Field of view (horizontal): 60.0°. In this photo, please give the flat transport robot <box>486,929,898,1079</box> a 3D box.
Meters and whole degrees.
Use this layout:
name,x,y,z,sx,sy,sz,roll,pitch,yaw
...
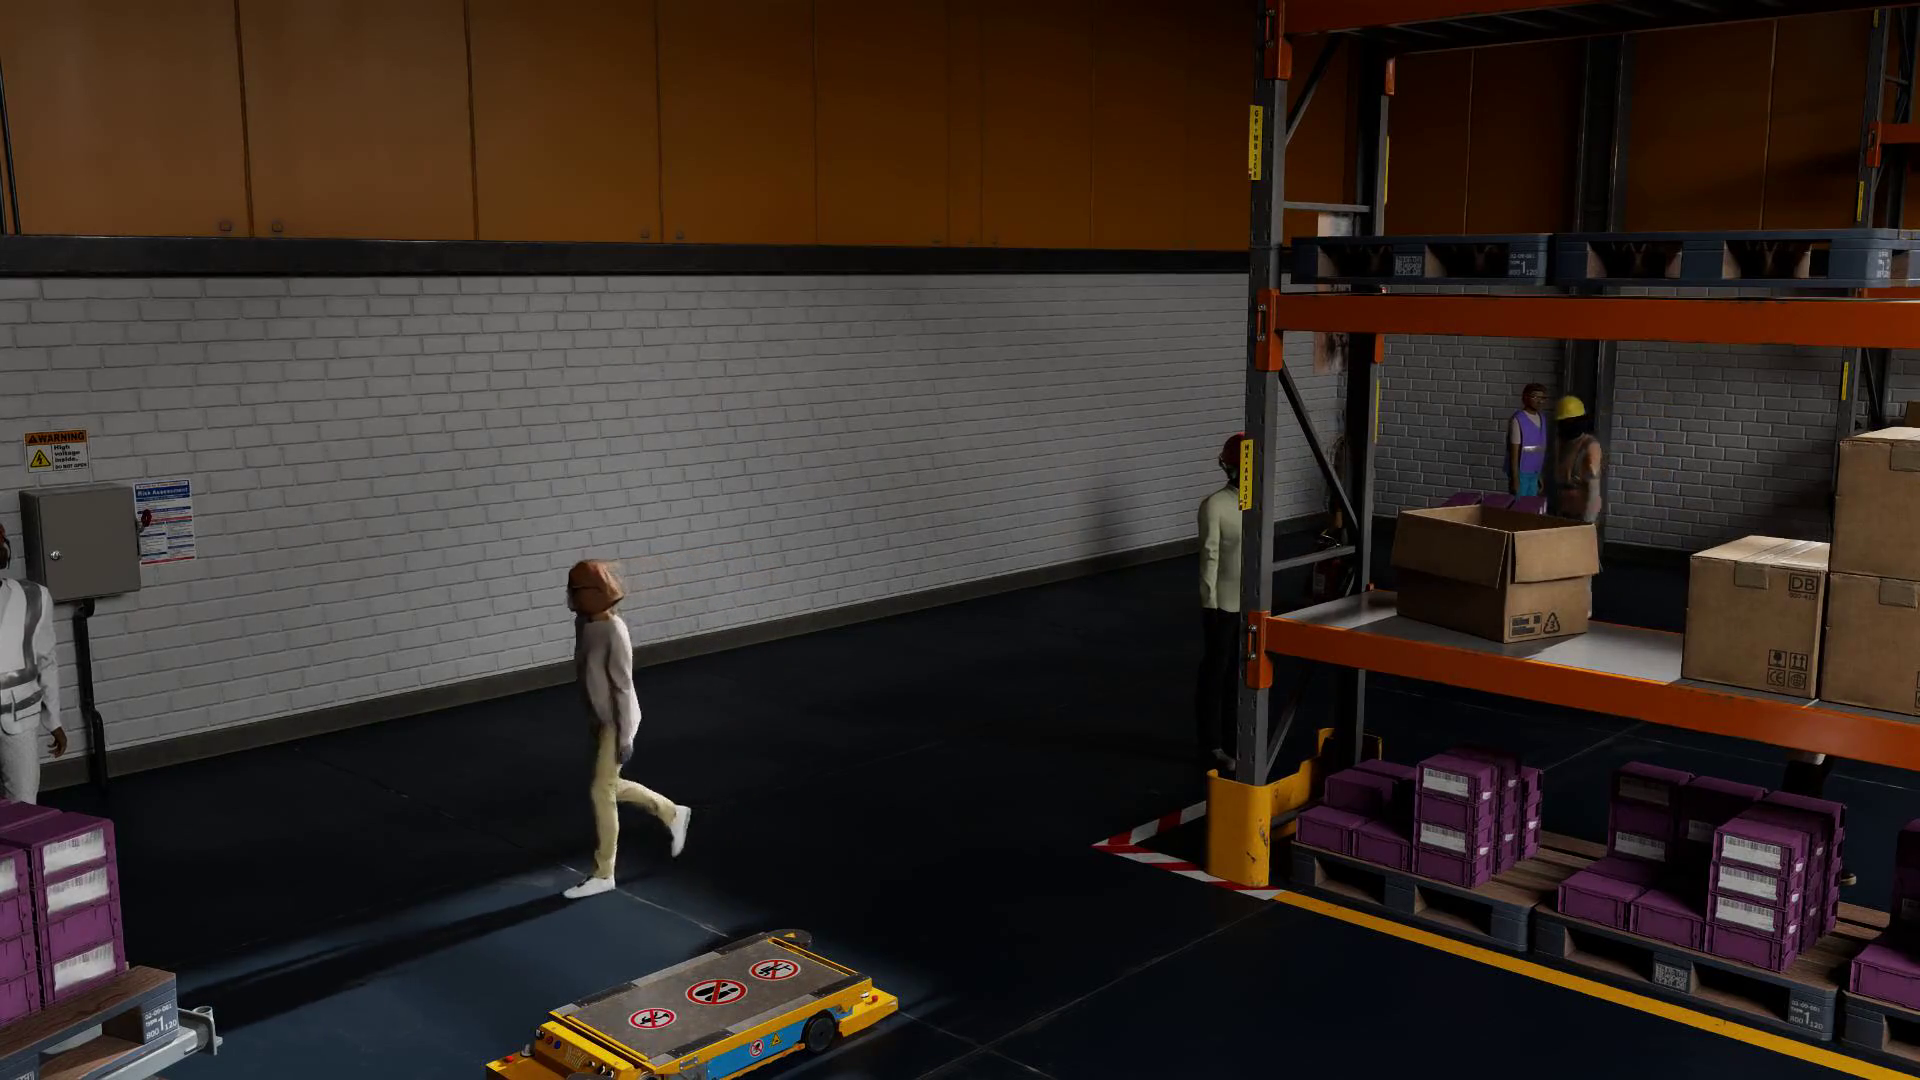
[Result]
name,x,y,z,sx,sy,sz,roll,pitch,yaw
flat transport robot,-0.969,1.810,6.227,0.652,0.197,1.431,9,13,43

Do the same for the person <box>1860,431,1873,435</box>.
name,x,y,z,sx,sy,sz,roll,pitch,yaw
person,6.745,0.089,12.186,0.975,1.760,0.644,3,10,19

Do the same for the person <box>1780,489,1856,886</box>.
name,x,y,z,sx,sy,sz,roll,pitch,yaw
person,4.090,0.702,7.847,0.608,1.963,0.374,-9,13,-43

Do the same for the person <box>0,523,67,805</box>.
name,x,y,z,sx,sy,sz,roll,pitch,yaw
person,-4.251,0.829,7.316,0.575,1.883,0.362,-9,13,-43

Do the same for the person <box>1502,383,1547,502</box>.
name,x,y,z,sx,sy,sz,roll,pitch,yaw
person,5.559,-0.630,16.385,0.564,1.840,0.397,-9,13,-43

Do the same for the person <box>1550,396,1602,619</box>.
name,x,y,z,sx,sy,sz,roll,pitch,yaw
person,5.138,-0.269,13.994,0.479,1.898,0.655,-1,9,-8

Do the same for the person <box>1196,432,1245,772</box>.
name,x,y,z,sx,sy,sz,roll,pitch,yaw
person,1.642,0.355,9.876,0.613,1.995,0.390,-9,13,-43

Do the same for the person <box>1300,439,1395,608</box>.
name,x,y,z,sx,sy,sz,roll,pitch,yaw
person,3.406,-0.255,14.231,0.999,1.784,0.535,2,9,13

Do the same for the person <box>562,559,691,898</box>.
name,x,y,z,sx,sy,sz,roll,pitch,yaw
person,-1.603,0.863,7.928,0.637,1.609,0.508,-6,11,-34
